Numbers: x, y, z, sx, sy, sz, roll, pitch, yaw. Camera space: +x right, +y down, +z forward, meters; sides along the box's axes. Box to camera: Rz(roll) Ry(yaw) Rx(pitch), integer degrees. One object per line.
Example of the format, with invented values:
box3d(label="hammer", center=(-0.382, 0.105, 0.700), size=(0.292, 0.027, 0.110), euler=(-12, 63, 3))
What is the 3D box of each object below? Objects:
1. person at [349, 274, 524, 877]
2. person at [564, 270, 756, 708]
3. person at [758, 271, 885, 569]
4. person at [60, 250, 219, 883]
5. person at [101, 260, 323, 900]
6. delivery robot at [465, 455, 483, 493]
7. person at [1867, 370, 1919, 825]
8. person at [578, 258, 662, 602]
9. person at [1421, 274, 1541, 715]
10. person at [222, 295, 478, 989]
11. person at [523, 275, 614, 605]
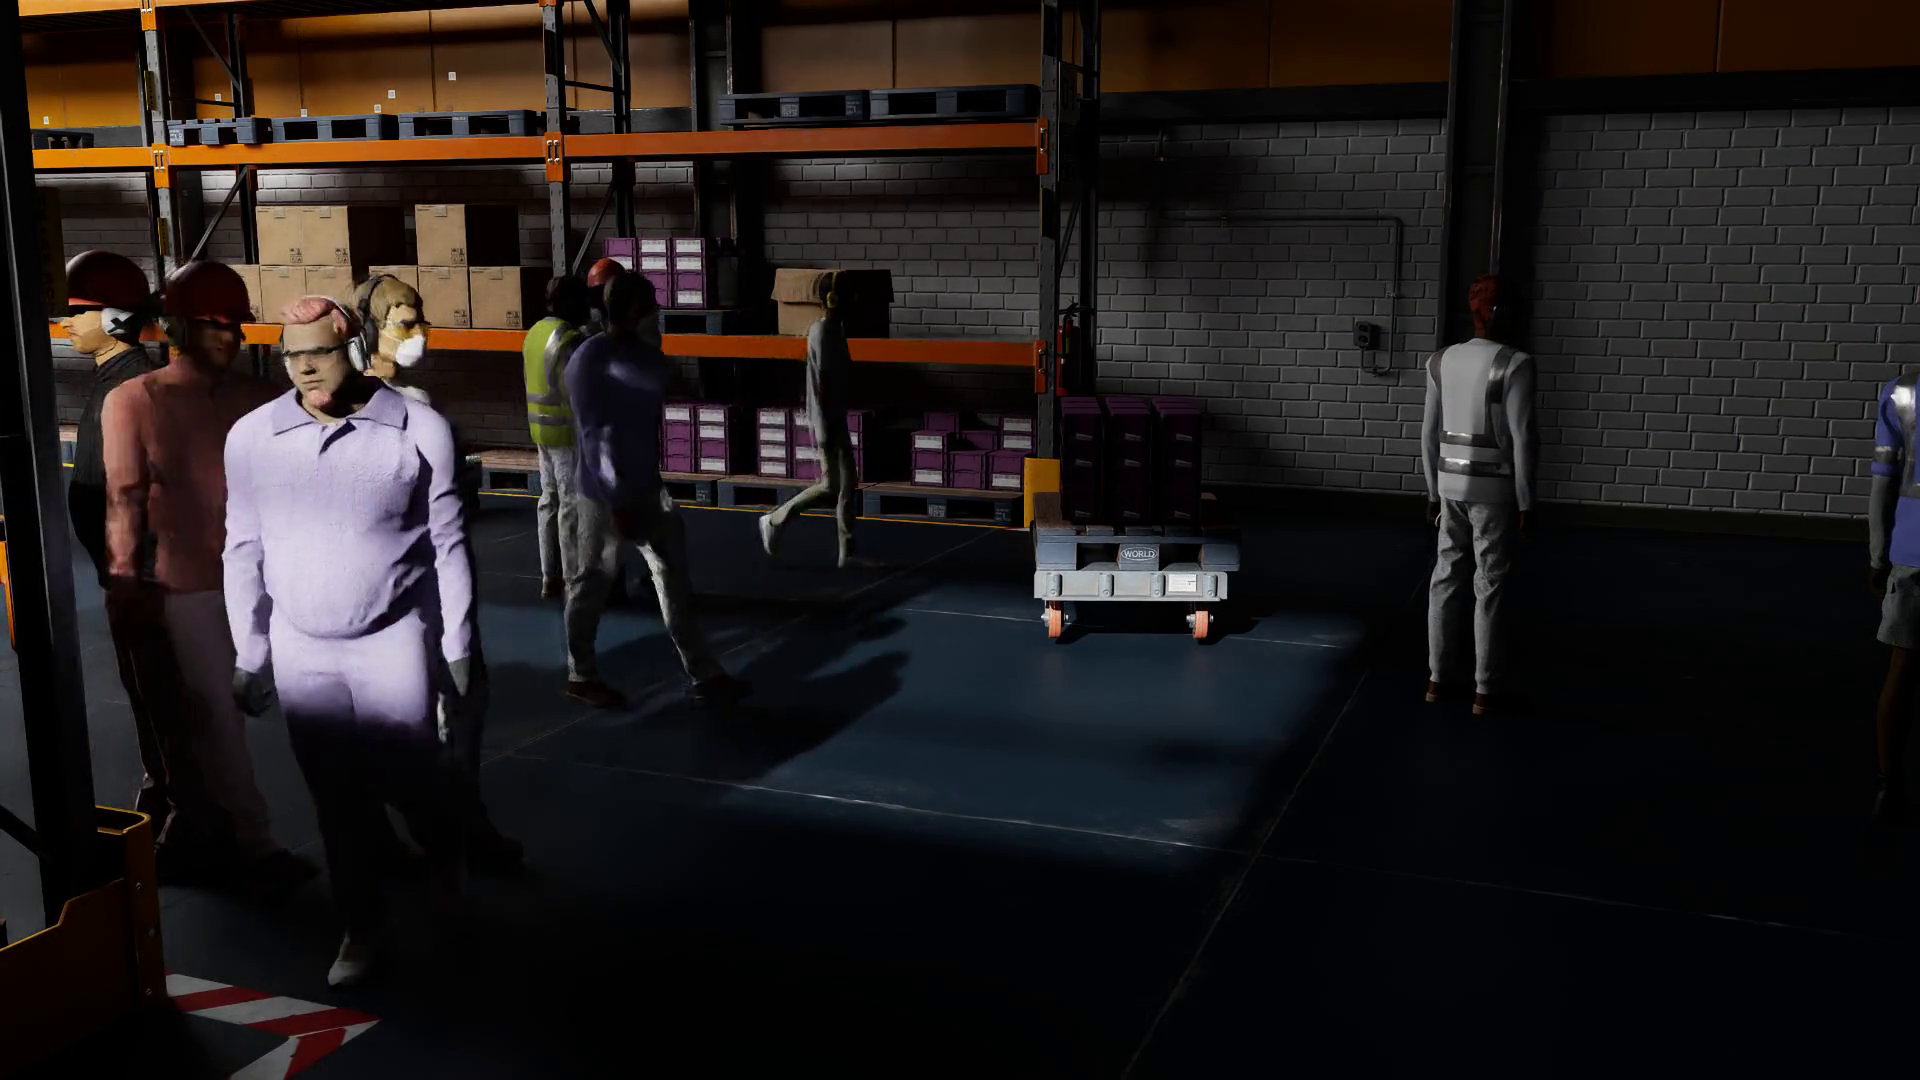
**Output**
box3d(label="person", center=(-1.707, 0.144, 5.192), size=(0.696, 1.915, 0.640), euler=(5, 11, 24))
box3d(label="person", center=(-1.336, -0.181, 7.073), size=(0.963, 1.895, 0.634), euler=(5, 12, 28))
box3d(label="person", center=(-0.850, -0.722, 10.215), size=(0.698, 1.851, 0.528), euler=(2, 10, 12))
box3d(label="person", center=(-2.628, 0.088, 5.300), size=(0.381, 1.994, 0.613), euler=(-8, 13, -38))
box3d(label="person", center=(-2.226, 0.125, 5.183), size=(0.886, 1.953, 0.629), euler=(6, 12, 31))
box3d(label="delivery robot", center=(-3.848, -0.487, 12.249), size=(0.477, 0.478, 0.707), euler=(4, 11, 22))
box3d(label="person", center=(3.393, 0.048, 5.665), size=(0.551, 1.942, 0.345), euler=(9, 14, 42))
box3d(label="person", center=(-1.937, -0.614, 9.400), size=(0.545, 1.927, 0.385), euler=(-9, 13, -41))
box3d(label="person", center=(2.246, -0.194, 7.174), size=(0.356, 1.885, 0.573), euler=(-6, 12, -32))
box3d(label="person", center=(-1.660, 0.275, 4.586), size=(0.651, 1.886, 0.488), euler=(0, 10, -2))
box3d(label="person", center=(-2.191, -0.559, 9.338), size=(0.429, 1.839, 0.634), euler=(-8, 13, -37))
